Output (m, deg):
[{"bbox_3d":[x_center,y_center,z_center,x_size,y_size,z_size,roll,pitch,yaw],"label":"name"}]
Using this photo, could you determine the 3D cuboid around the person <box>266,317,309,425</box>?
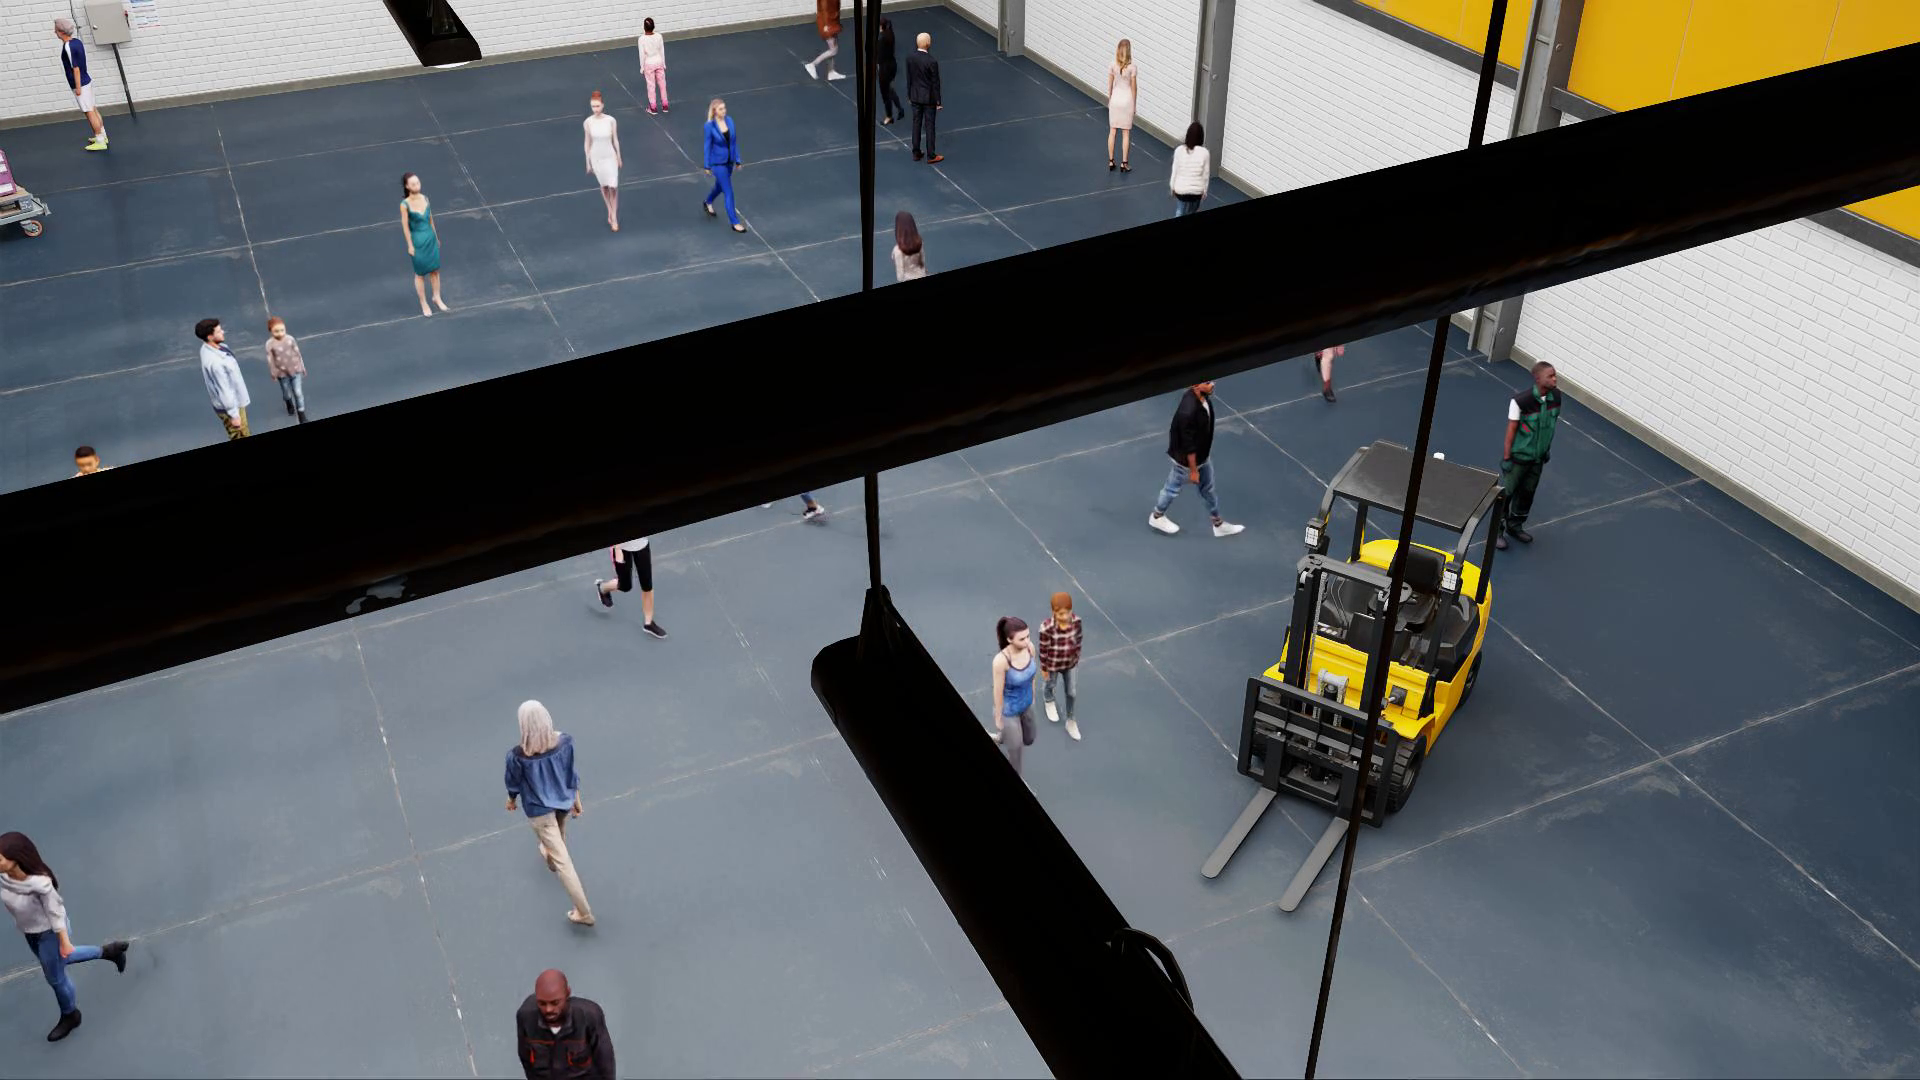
[{"bbox_3d":[-6.873,-1.743,16.993,0.520,1.186,0.685,-18,38,-26],"label":"person"}]

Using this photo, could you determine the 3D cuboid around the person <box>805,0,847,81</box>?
[{"bbox_3d":[-2.126,-8.023,25.865,0.929,1.822,0.922,-3,34,-5],"label":"person"}]

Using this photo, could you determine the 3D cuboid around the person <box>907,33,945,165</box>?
[{"bbox_3d":[-0.501,-6.121,23.024,0.728,1.800,0.830,18,38,25],"label":"person"}]

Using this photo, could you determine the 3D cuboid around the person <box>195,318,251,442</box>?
[{"bbox_3d":[-6.895,-1.258,15.697,0.723,1.811,0.478,-15,36,-21],"label":"person"}]

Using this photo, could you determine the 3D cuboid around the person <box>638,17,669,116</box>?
[{"bbox_3d":[-4.571,-7.096,24.815,0.542,1.442,0.501,-16,37,-22],"label":"person"}]

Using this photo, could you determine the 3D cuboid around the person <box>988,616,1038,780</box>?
[{"bbox_3d":[0.359,1.204,12.189,0.724,1.595,0.928,-27,42,-35],"label":"person"}]

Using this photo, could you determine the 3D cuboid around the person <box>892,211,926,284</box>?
[{"bbox_3d":[-0.475,-2.646,17.886,0.843,1.699,1.136,-28,43,-36],"label":"person"}]

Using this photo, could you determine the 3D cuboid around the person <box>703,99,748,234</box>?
[{"bbox_3d":[-3.091,-4.785,21.140,1.237,1.660,0.939,25,41,33],"label":"person"}]

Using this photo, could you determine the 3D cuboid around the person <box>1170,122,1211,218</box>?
[{"bbox_3d":[2.815,-4.318,20.471,0.907,1.623,0.983,9,35,13],"label":"person"}]

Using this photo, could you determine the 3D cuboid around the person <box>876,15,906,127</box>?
[{"bbox_3d":[-1.004,-6.799,24.184,0.817,1.644,0.759,16,37,22],"label":"person"}]

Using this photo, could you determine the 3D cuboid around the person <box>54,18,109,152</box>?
[{"bbox_3d":[-12.411,-6.442,23.473,0.726,1.838,0.537,-9,35,-13],"label":"person"}]

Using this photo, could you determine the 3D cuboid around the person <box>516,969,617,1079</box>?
[{"bbox_3d":[-2.157,2.974,9.333,0.868,1.809,0.988,-4,34,-6],"label":"person"}]

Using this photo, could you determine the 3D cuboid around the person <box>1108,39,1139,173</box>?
[{"bbox_3d":[2.205,-5.932,22.712,0.620,1.830,0.699,15,36,21],"label":"person"}]

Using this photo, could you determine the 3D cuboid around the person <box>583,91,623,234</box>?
[{"bbox_3d":[-4.502,-4.826,21.097,0.725,1.776,0.852,-3,34,-5],"label":"person"}]

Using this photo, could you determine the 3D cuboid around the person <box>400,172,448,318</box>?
[{"bbox_3d":[-6.138,-3.385,19.009,0.610,1.688,0.621,24,41,32],"label":"person"}]

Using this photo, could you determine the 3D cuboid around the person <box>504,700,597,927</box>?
[{"bbox_3d":[-2.705,1.861,11.148,0.796,1.653,1.223,-23,40,-30],"label":"person"}]

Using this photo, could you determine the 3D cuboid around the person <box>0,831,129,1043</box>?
[{"bbox_3d":[-5.633,2.390,10.386,0.955,1.615,0.947,19,38,26],"label":"person"}]

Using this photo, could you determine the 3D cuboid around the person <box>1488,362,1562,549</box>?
[{"bbox_3d":[5.089,-0.783,14.958,0.681,1.839,0.582,-13,36,-19],"label":"person"}]

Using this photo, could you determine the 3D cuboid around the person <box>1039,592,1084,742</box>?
[{"bbox_3d":[0.758,0.895,12.946,0.608,1.271,0.785,-9,35,-13],"label":"person"}]

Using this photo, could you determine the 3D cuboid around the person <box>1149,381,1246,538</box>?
[{"bbox_3d":[1.989,-0.800,15.045,1.234,1.771,1.115,15,37,22],"label":"person"}]
